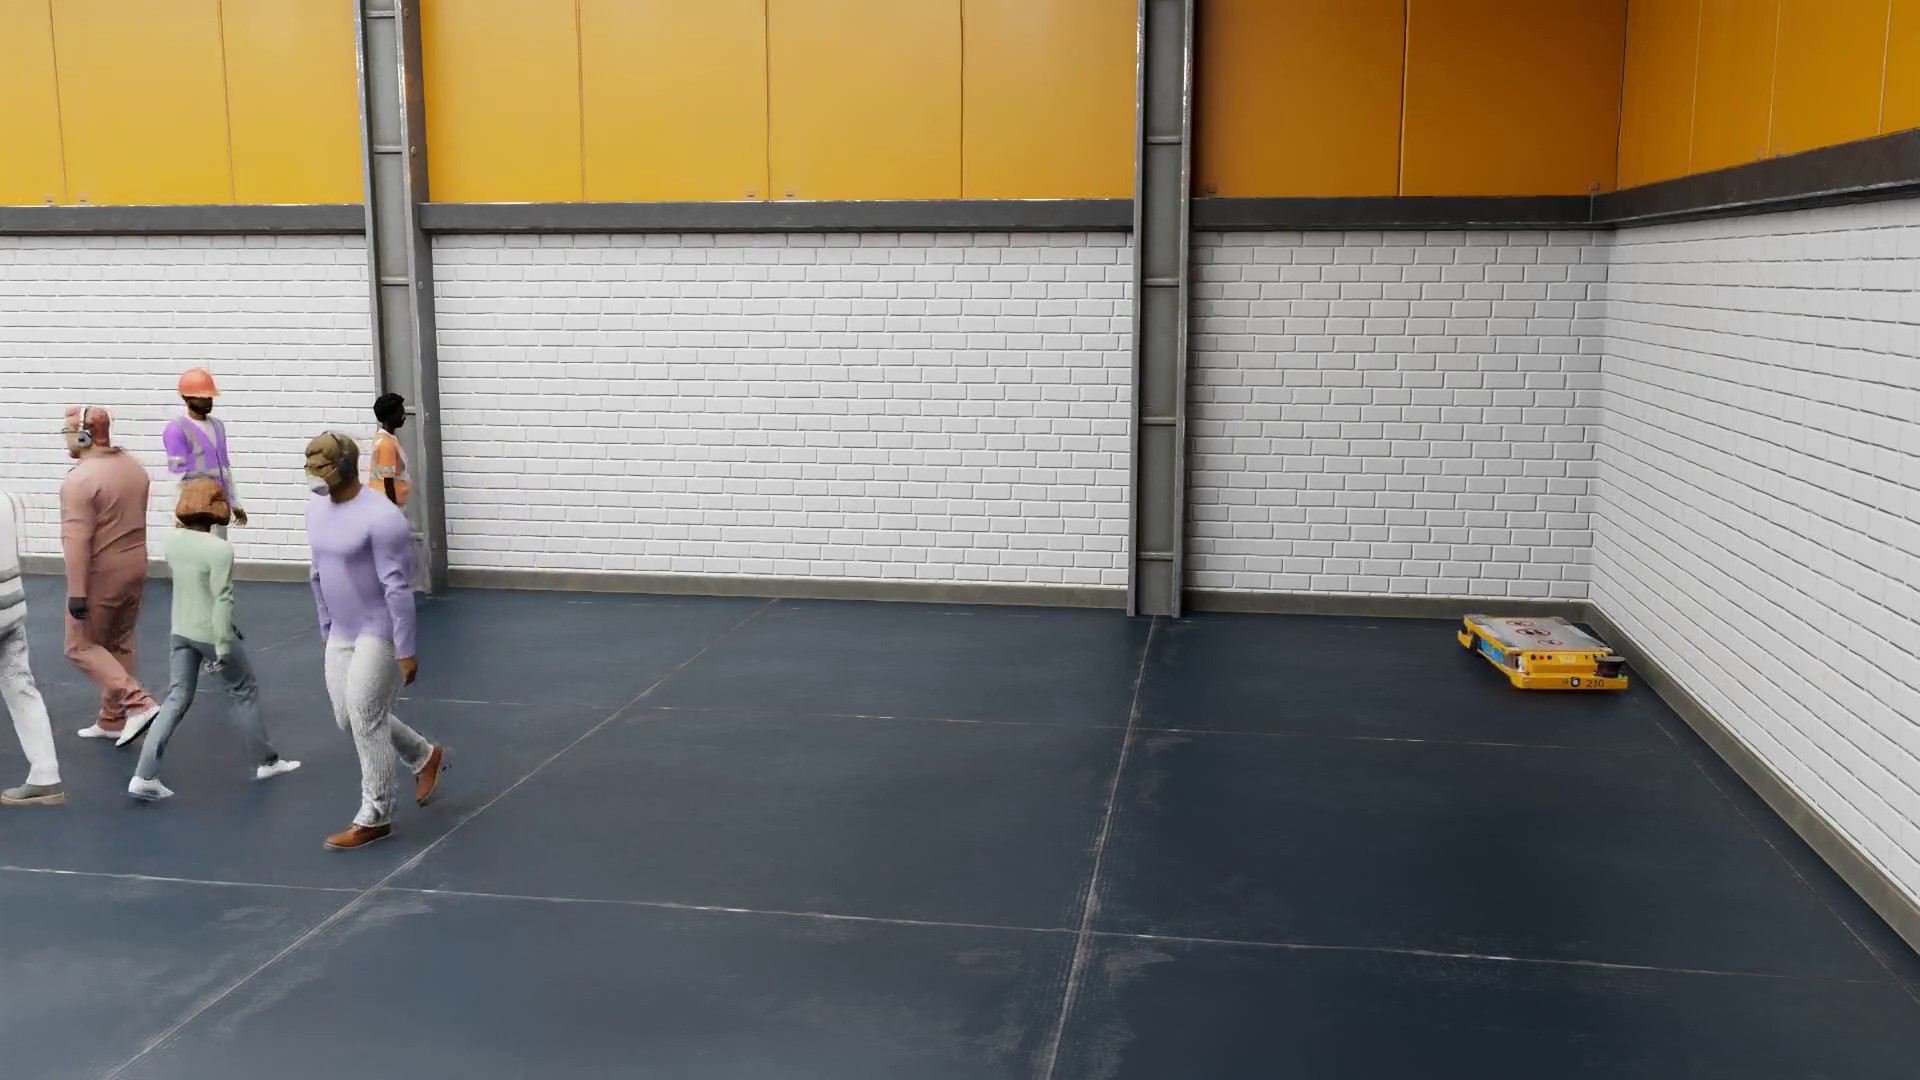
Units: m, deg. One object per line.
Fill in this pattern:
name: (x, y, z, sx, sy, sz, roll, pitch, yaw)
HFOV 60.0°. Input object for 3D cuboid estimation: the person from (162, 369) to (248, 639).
person: (-5.308, -0.248, 11.793, 0.505, 1.923, 0.613, 1, 9, 8)

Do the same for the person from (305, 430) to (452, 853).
person: (-2.658, 0.427, 7.627, 0.674, 1.912, 0.667, 7, 11, 36)

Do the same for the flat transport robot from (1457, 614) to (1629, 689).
flat transport robot: (3.783, 0.714, 10.885, 0.652, 0.197, 1.431, 0, 9, 1)

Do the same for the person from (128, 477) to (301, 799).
person: (-3.799, 0.481, 8.291, 0.495, 1.594, 0.836, 5, 10, 26)

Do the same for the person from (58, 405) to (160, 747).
person: (-4.662, 0.202, 9.095, 0.544, 1.894, 0.667, 1, 9, 7)

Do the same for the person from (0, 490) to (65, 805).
person: (-4.839, 0.396, 8.017, 0.965, 1.838, 0.578, 0, 9, 3)

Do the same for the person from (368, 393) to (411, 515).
person: (-4.321, -0.270, 12.609, 0.320, 1.690, 0.535, -3, 10, -19)
